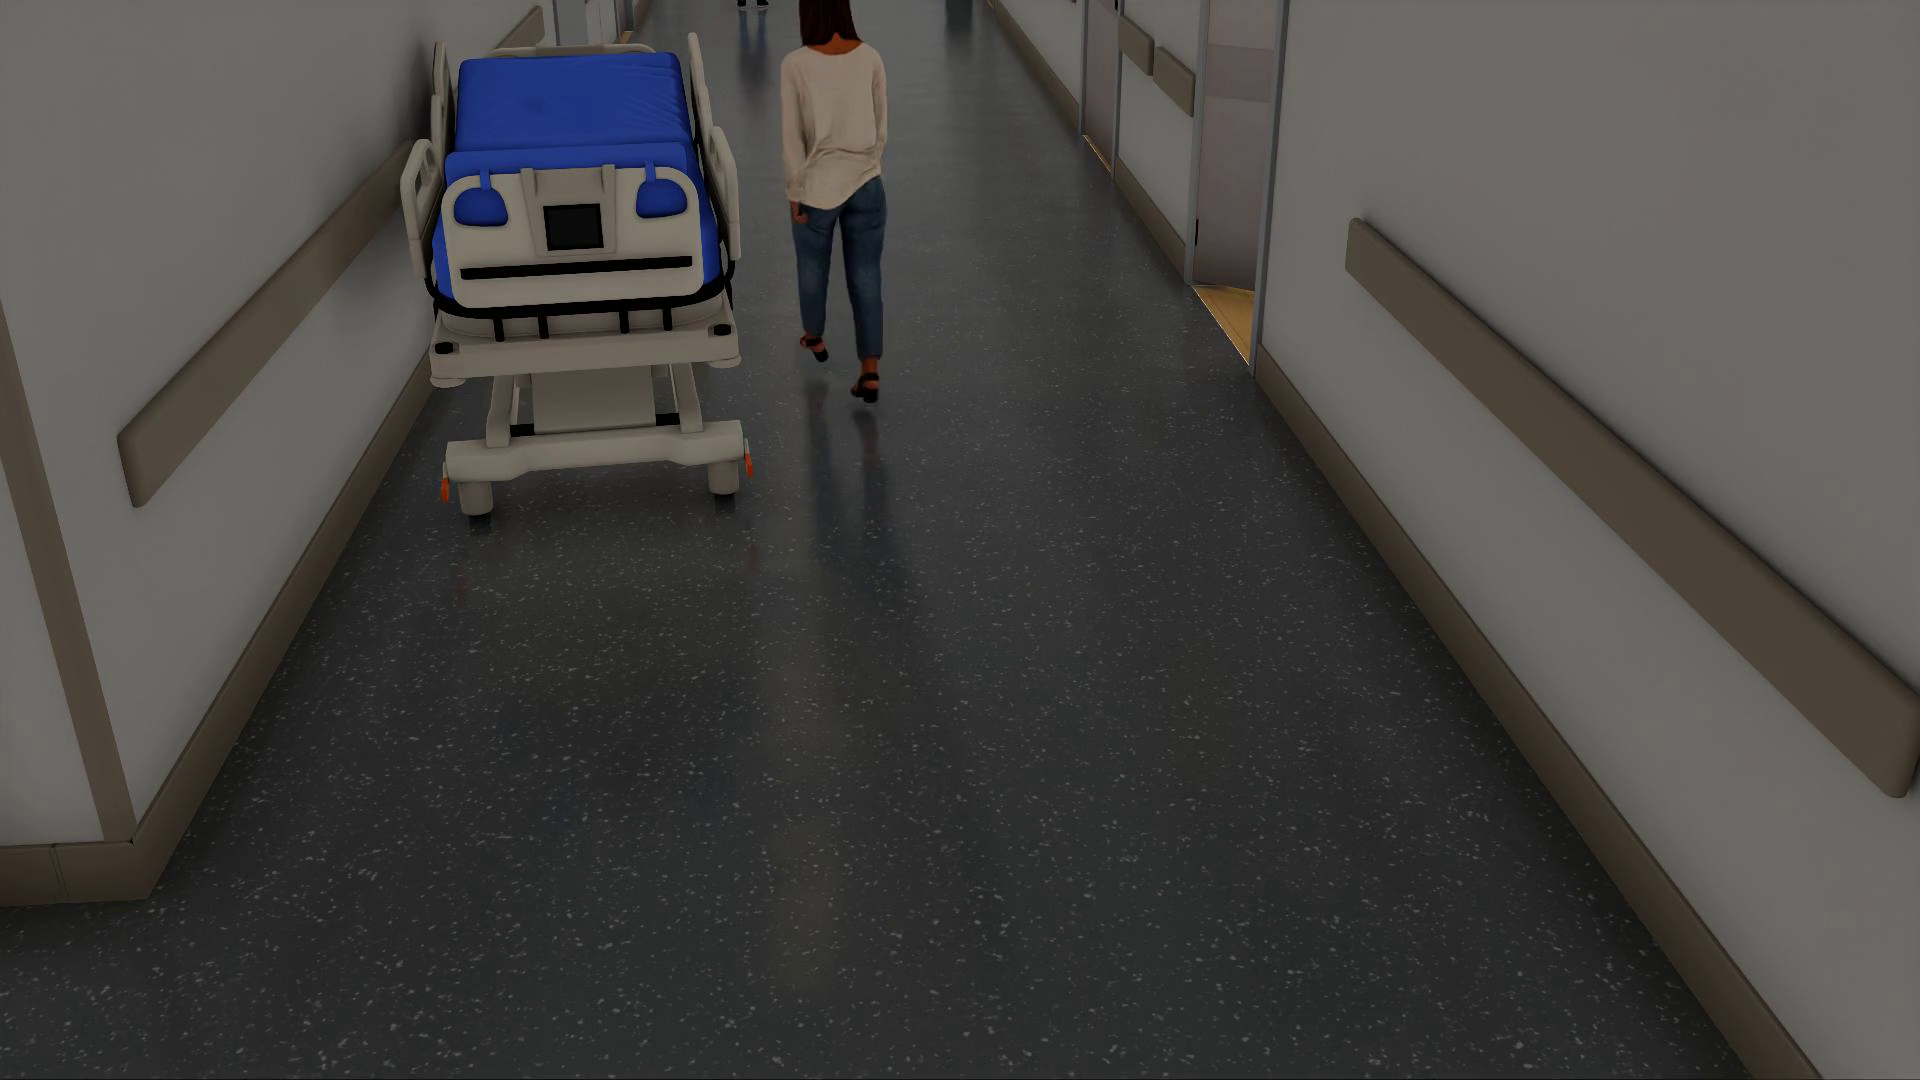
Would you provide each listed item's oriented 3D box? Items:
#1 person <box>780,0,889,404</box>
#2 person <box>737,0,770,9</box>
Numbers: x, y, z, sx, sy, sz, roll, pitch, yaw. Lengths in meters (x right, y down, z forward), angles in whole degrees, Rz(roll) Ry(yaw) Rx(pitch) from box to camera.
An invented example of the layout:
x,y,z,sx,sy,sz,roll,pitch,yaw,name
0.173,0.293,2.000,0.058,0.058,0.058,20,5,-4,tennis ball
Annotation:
x,y,z,sx,sy,sz,roll,pitch,yaw,name
-0.456,-1.336,6.544,1.043,1.641,0.822,-7,27,-15,person
-2.117,-5.968,16.592,0.432,1.256,0.568,-1,26,-1,person
